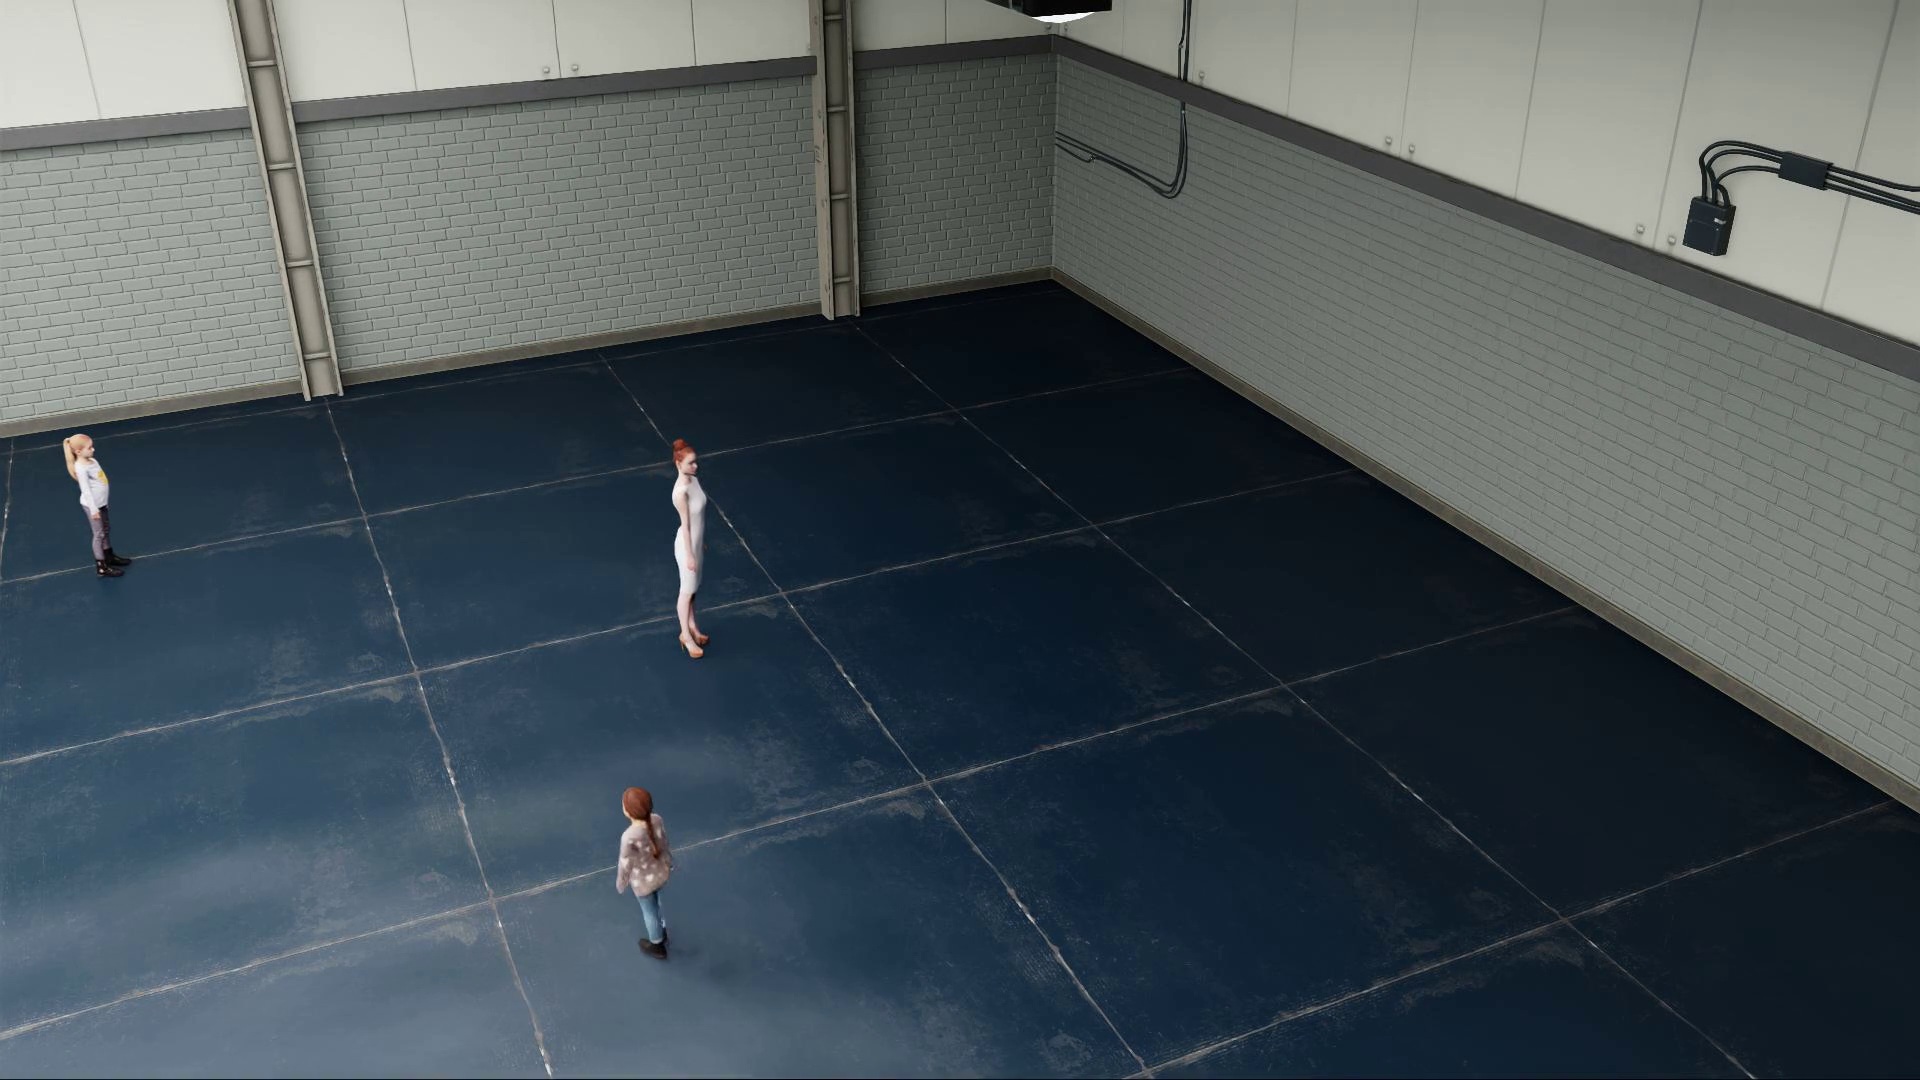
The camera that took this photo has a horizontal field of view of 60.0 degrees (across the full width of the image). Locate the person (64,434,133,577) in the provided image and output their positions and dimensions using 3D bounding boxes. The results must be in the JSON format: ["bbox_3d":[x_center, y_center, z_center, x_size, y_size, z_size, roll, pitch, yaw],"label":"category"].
[{"bbox_3d":[-7.348,-0.314,14.114,0.541,1.277,0.518,-6,28,-11],"label":"person"}]

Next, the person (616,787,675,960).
[{"bbox_3d":[-1.798,1.978,9.762,0.630,1.187,0.528,19,33,33],"label":"person"}]

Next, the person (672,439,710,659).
[{"bbox_3d":[-2.082,0.065,12.816,0.654,1.792,0.644,2,27,4],"label":"person"}]
